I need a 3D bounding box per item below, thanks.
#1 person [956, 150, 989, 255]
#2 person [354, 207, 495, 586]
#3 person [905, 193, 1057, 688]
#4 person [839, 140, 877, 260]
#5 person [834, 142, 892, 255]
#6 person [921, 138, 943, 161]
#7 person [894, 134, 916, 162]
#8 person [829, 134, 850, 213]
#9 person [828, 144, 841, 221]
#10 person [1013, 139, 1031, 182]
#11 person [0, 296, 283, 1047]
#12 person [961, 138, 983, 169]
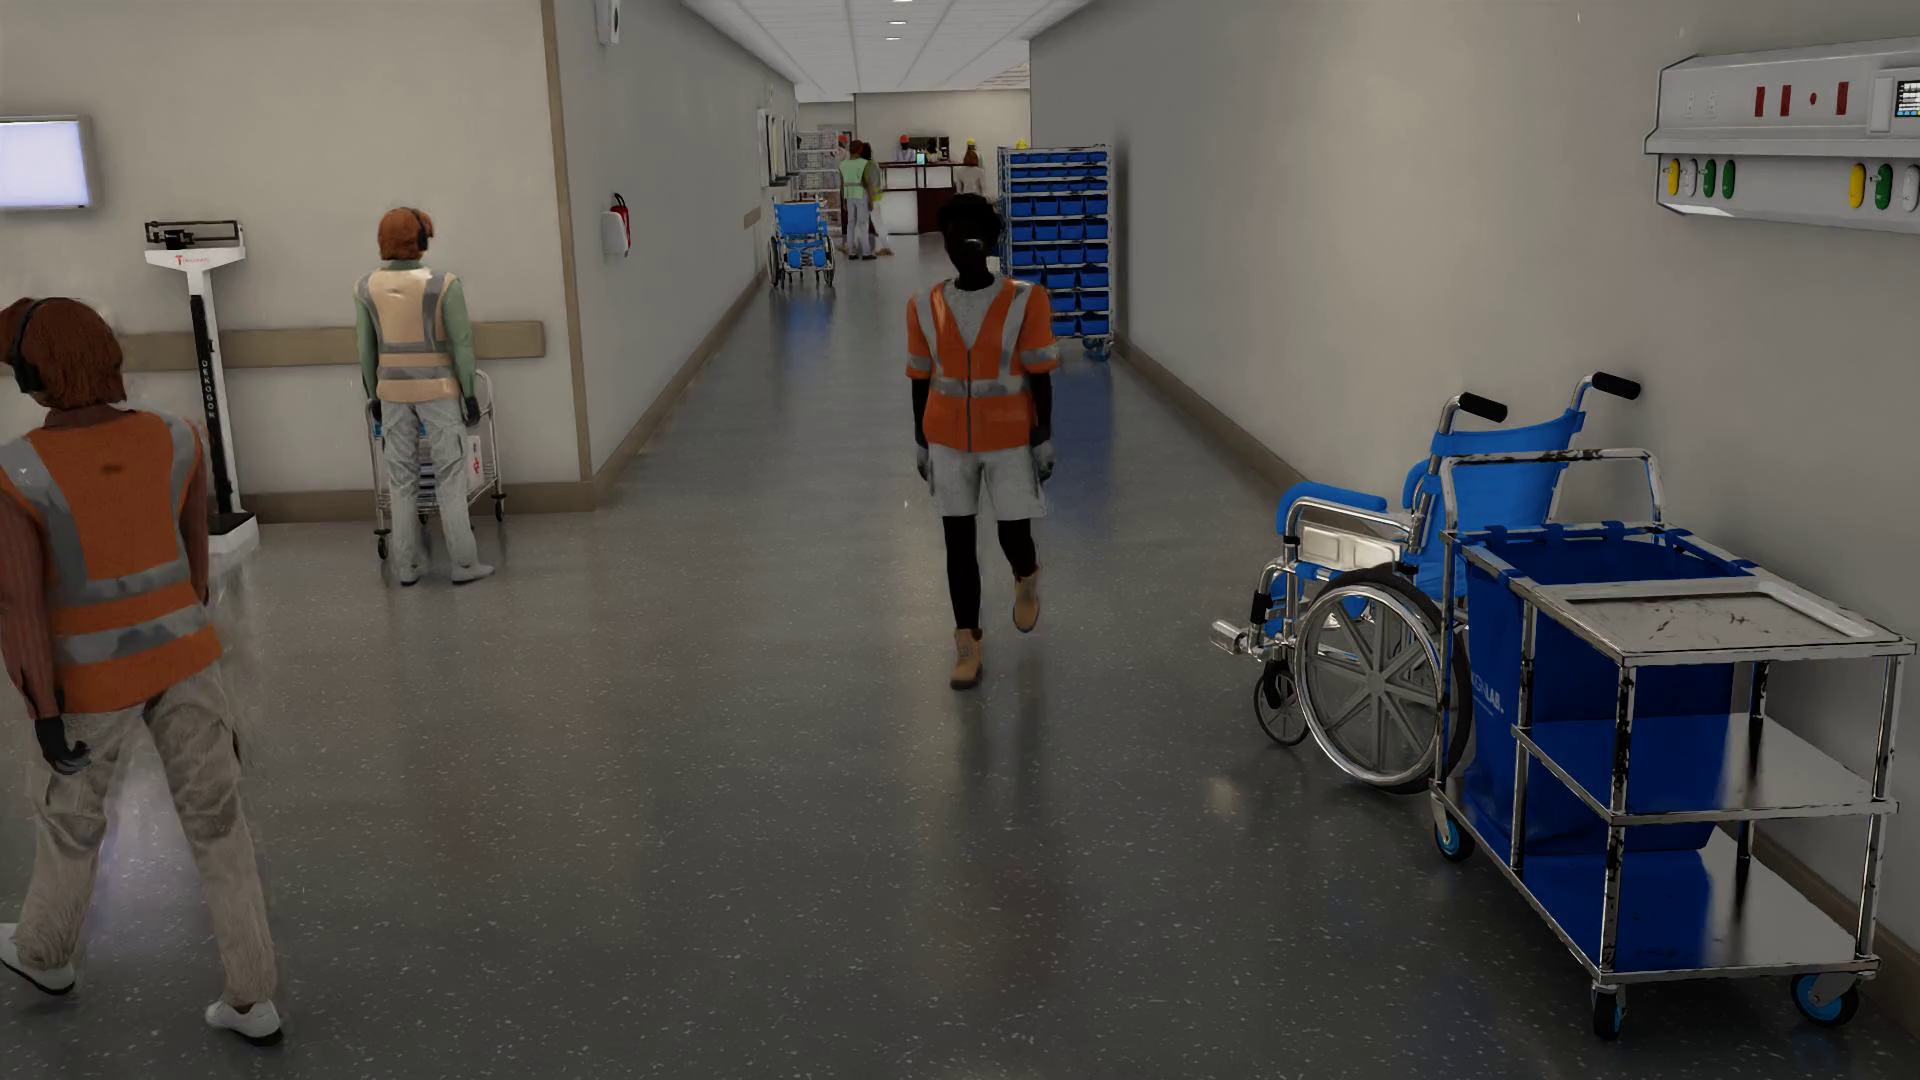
[{"bbox_3d":[0.197,-5.265,26.047,0.498,1.634,0.280,4,15,23],"label":"person"},{"bbox_3d":[-2.323,-0.606,7.190,0.522,1.636,0.310,1,14,9],"label":"person"},{"bbox_3d":[0.085,-0.358,5.783,0.545,1.681,0.564,2,14,15],"label":"person"},{"bbox_3d":[-1.610,-5.299,25.958,0.563,1.847,0.390,6,16,28],"label":"person"},{"bbox_3d":[-1.561,-5.470,26.771,0.950,1.790,0.635,-6,14,-15],"label":"person"},{"bbox_3d":[-0.621,-8.206,37.825,0.625,1.838,0.430,-10,16,-32],"label":"person"},{"bbox_3d":[-1.338,-8.933,40.698,0.545,1.931,0.377,0,14,7],"label":"person"},{"bbox_3d":[-2.935,-8.980,40.977,0.662,1.976,0.579,6,16,29],"label":"person"},{"bbox_3d":[-2.860,-8.226,38.316,0.319,1.756,0.563,-5,14,-14],"label":"person"},{"bbox_3d":[1.115,-6.243,29.685,0.533,1.767,0.326,-6,14,-19],"label":"person"},{"bbox_3d":[-1.825,0.284,3.561,0.854,1.597,0.520,8,17,35],"label":"person"},{"bbox_3d":[0.324,-8.751,40.028,0.594,1.802,0.848,-9,15,-27],"label":"person"}]
